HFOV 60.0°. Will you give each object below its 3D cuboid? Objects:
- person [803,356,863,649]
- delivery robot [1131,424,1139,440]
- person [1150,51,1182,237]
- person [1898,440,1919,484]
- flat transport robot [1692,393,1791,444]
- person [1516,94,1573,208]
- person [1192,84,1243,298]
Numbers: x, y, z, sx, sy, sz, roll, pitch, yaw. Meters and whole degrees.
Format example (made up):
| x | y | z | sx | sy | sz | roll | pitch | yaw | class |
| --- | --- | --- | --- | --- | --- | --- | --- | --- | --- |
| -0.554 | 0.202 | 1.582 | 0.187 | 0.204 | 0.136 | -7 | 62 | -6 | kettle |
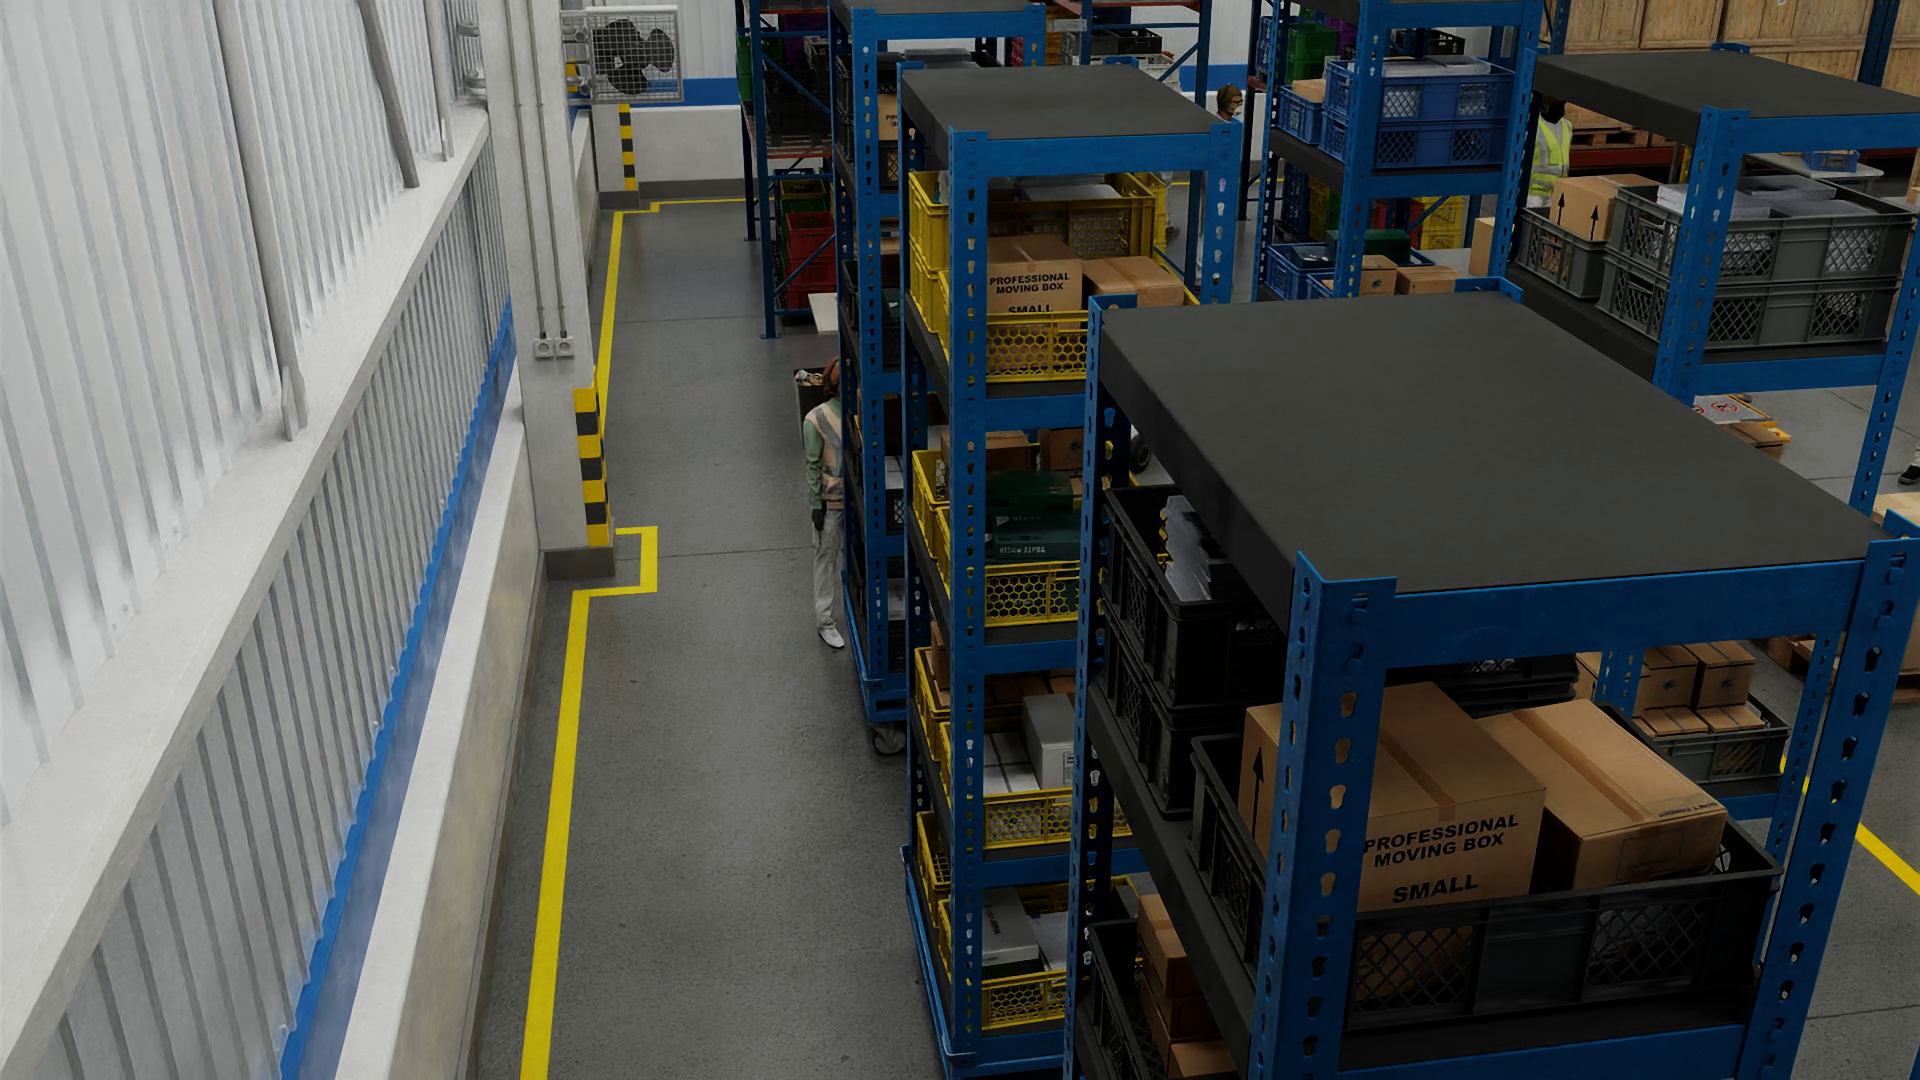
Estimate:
| x | y | z | sx | sy | sz | roll | pitch | yaw | class |
| --- | --- | --- | --- | --- | --- | --- | --- | --- | --- |
| -0.633 | -0.223 | 9.121 | 0.309 | 1.641 | 0.513 | 22 | 33 | 39 | person |
| 1.219 | -0.888 | 11.750 | 0.477 | 0.478 | 0.707 | 18 | 30 | 34 | delivery robot |
| 2.070 | -4.105 | 17.275 | 0.573 | 1.883 | 0.355 | 20 | 31 | 36 | person |
| 6.705 | -1.191 | 11.007 | 0.403 | 1.827 | 0.588 | -22 | 32 | -39 | person |
| 5.224 | -0.859 | 12.132 | 1.431 | 0.197 | 0.652 | -4 | 25 | -8 | flat transport robot |
| 5.414 | -3.264 | 15.495 | 0.633 | 1.843 | 0.429 | -14 | 28 | -28 | person |
| 2.372 | -3.205 | 15.264 | 0.364 | 1.932 | 0.626 | 13 | 28 | 26 | person |
